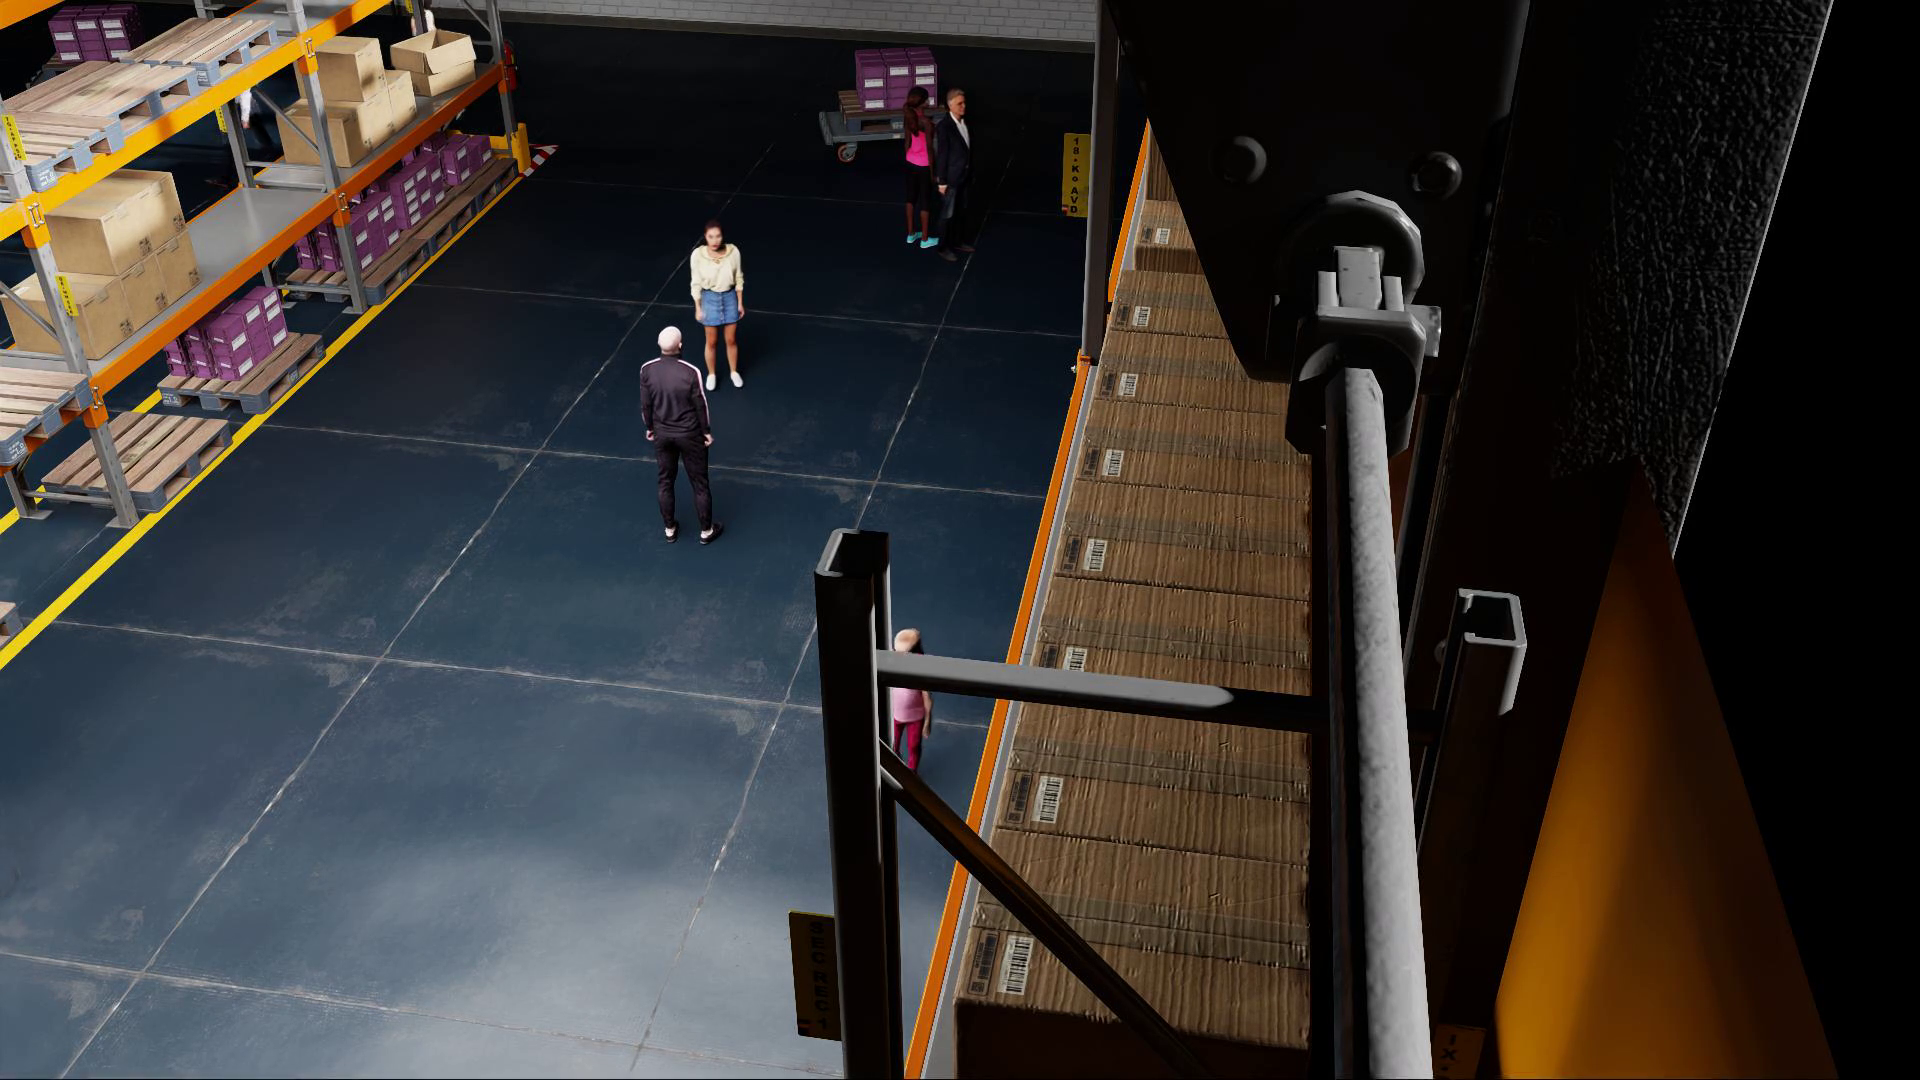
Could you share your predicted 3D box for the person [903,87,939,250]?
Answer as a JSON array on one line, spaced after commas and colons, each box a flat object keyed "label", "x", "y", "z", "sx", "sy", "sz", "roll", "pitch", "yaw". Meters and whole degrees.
[{"label": "person", "x": -0.442, "y": -3.982, "z": 17.740, "sx": 0.703, "sy": 1.725, "sz": 0.658, "roll": -27, "pitch": 42, "yaw": -34}]

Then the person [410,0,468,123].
[{"label": "person", "x": -6.539, "y": -5.947, "z": 20.671, "sx": 0.761, "sy": 1.752, "sz": 0.884, "roll": 13, "pitch": 36, "yaw": 18}]

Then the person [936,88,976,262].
[{"label": "person", "x": -0.045, "y": -3.870, "z": 17.490, "sx": 0.842, "sy": 1.814, "sz": 0.717, "roll": 25, "pitch": 41, "yaw": 33}]

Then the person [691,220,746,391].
[{"label": "person", "x": -2.174, "y": -2.138, "z": 15.051, "sx": 0.719, "sy": 1.630, "sz": 0.695, "roll": -9, "pitch": 35, "yaw": -13}]

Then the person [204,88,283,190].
[{"label": "person", "x": -8.182, "y": -4.944, "z": 19.156, "sx": 1.028, "sy": 1.760, "sz": 1.290, "roll": 23, "pitch": 40, "yaw": 31}]

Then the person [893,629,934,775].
[{"label": "person", "x": -0.329, "y": 1.063, "z": 10.565, "sx": 0.499, "sy": 1.266, "sz": 0.502, "roll": 7, "pitch": 34, "yaw": 10}]

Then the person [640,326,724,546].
[{"label": "person", "x": -2.176, "y": -0.799, "z": 12.851, "sx": 0.677, "sy": 1.835, "sz": 0.559, "roll": 5, "pitch": 34, "yaw": 7}]
